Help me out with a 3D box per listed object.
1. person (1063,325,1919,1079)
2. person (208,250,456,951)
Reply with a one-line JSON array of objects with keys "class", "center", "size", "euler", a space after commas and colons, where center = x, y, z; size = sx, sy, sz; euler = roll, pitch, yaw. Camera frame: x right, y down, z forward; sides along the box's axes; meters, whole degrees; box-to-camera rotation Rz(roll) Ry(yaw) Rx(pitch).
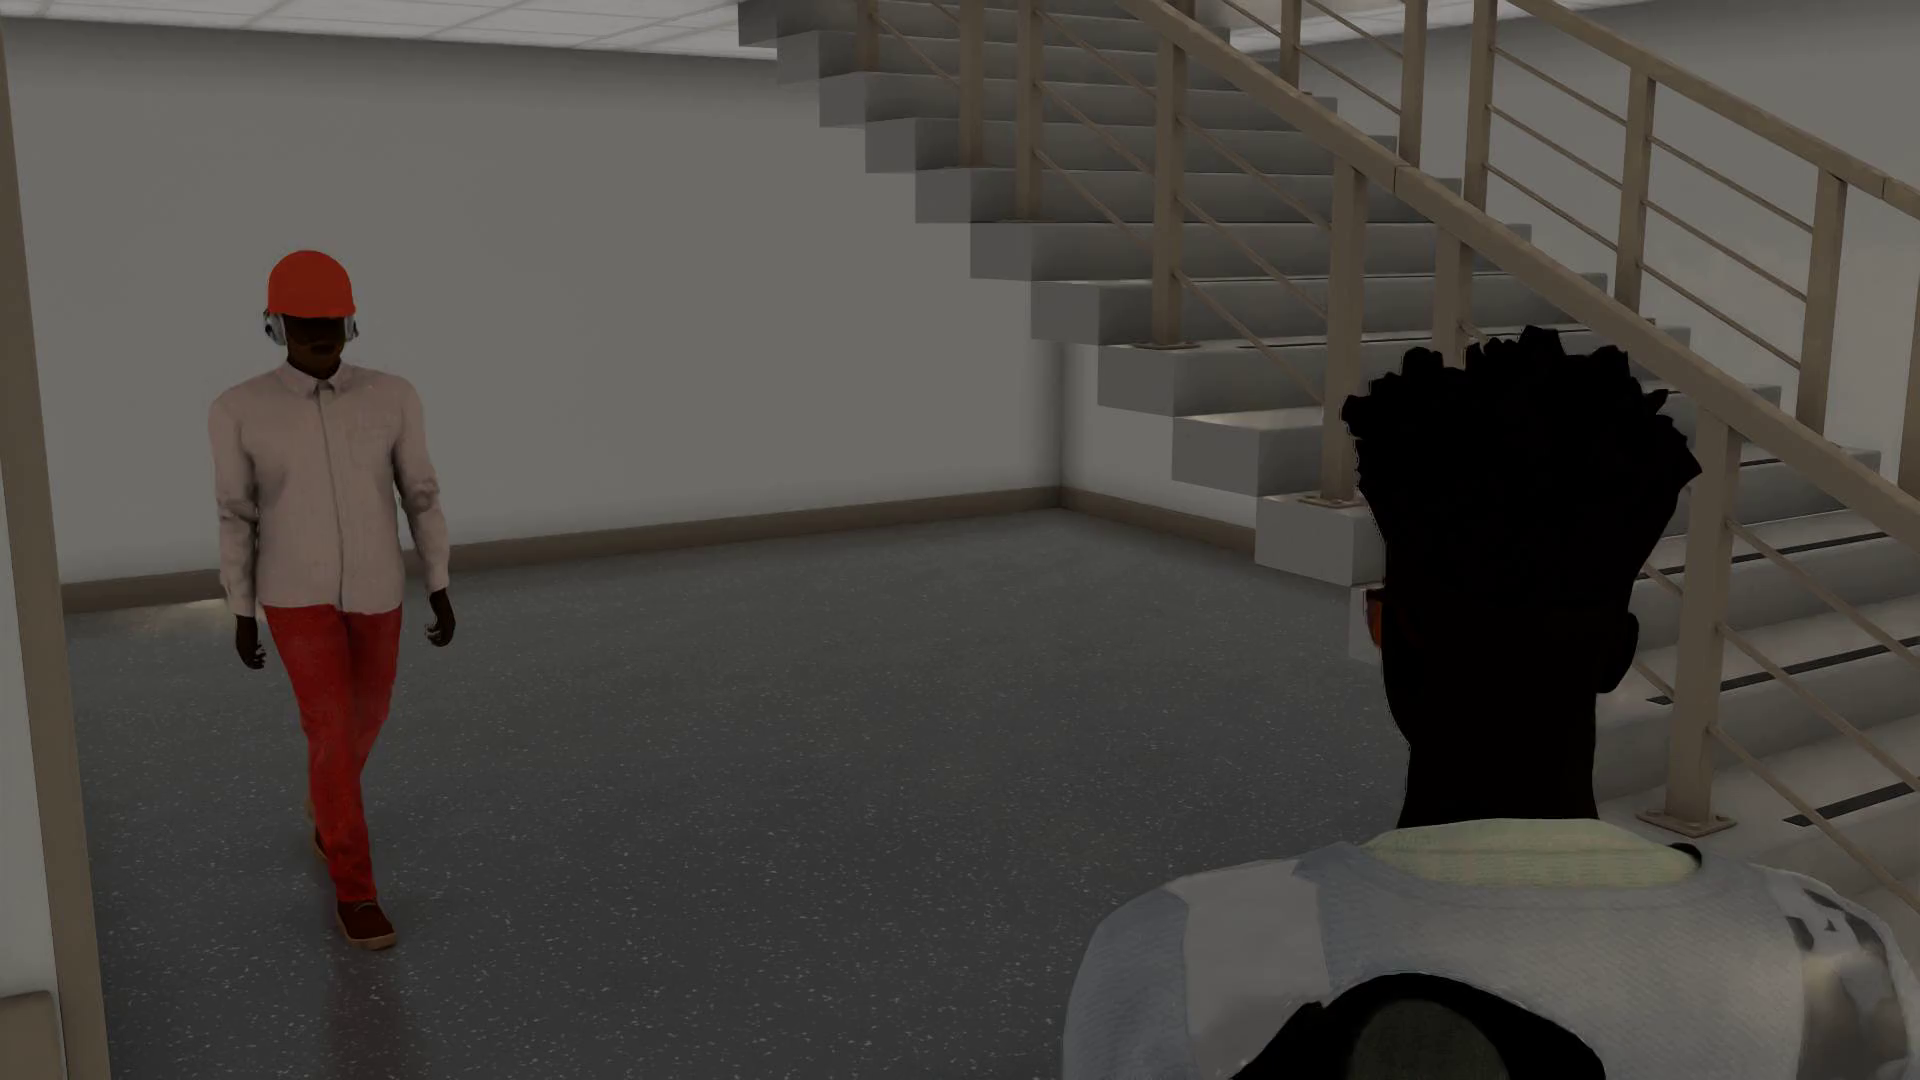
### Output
[{"class": "person", "center": [0.354, 0.825, 1.242], "size": [0.620, 1.952, 0.383], "euler": [-1, 11, -7]}, {"class": "person", "center": [-1.862, 0.122, 4.932], "size": [0.616, 1.949, 0.971], "euler": [-8, 13, -36]}]
